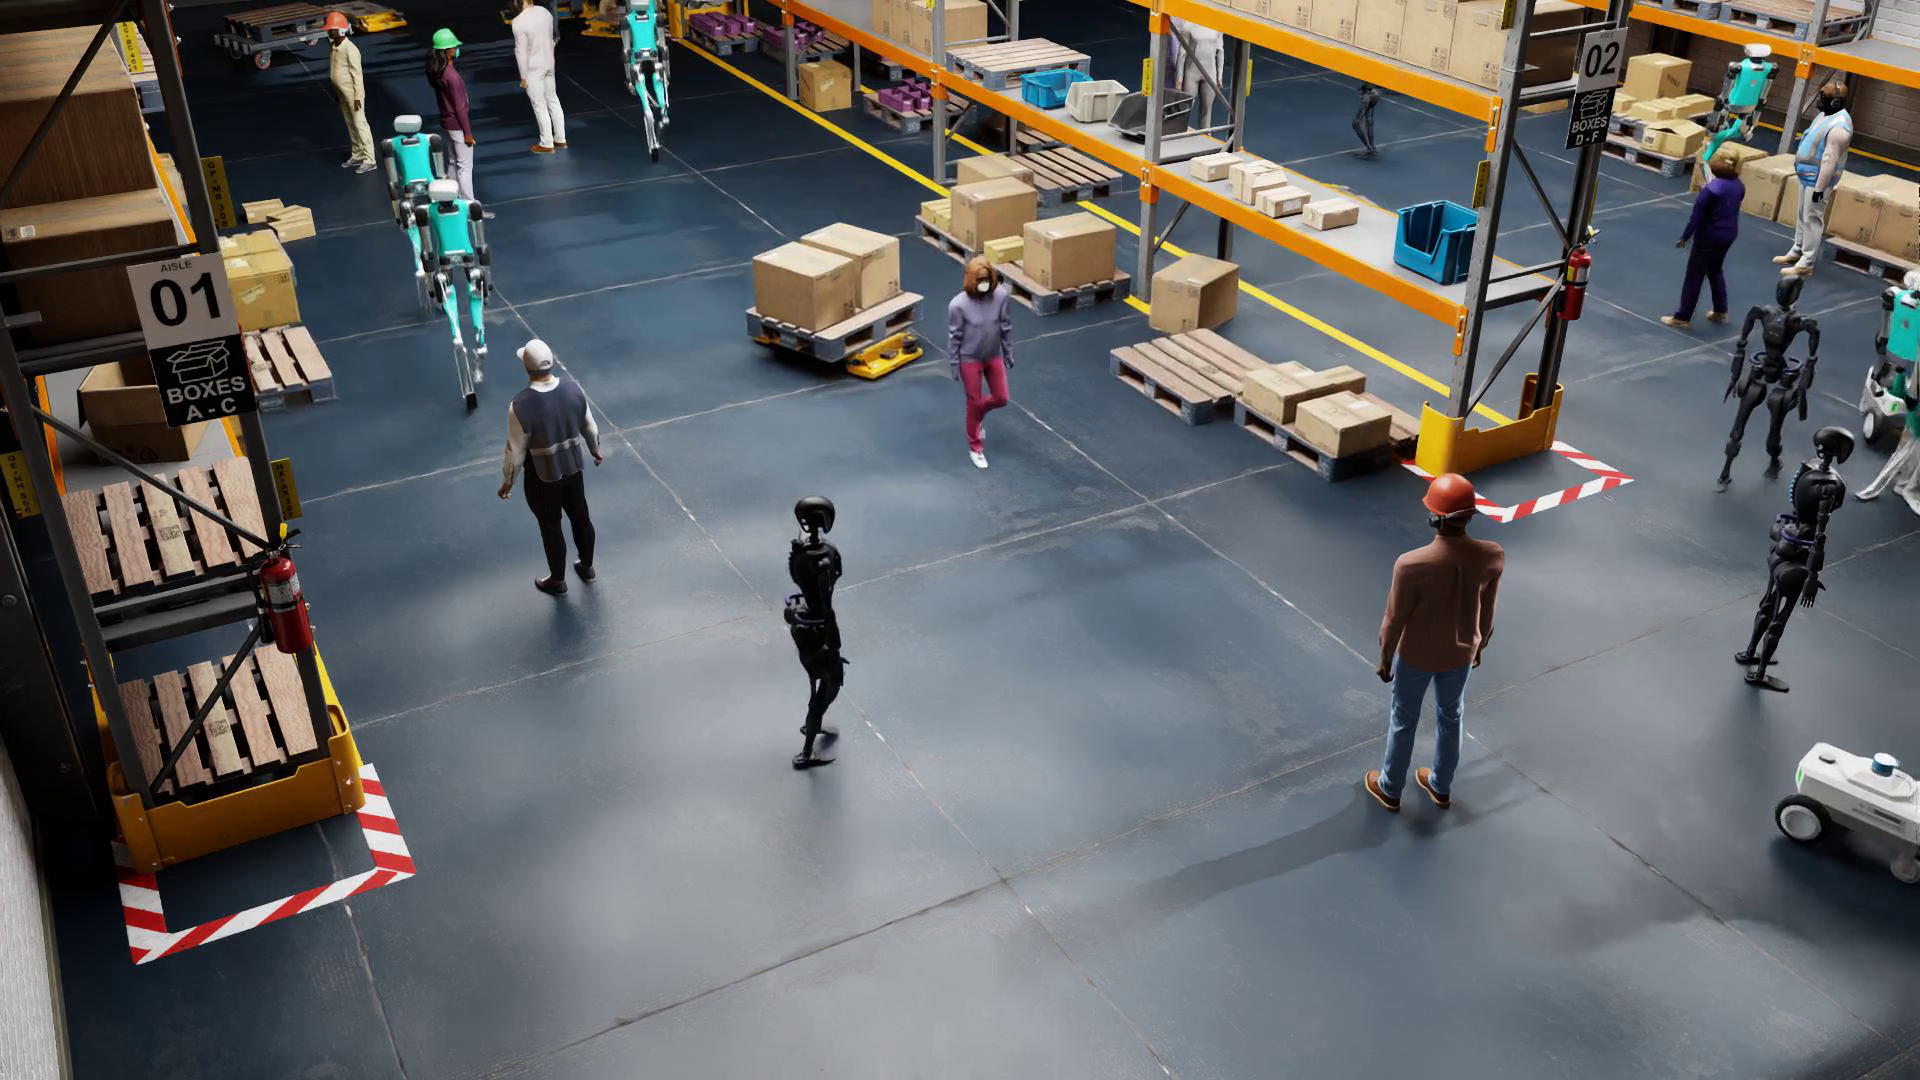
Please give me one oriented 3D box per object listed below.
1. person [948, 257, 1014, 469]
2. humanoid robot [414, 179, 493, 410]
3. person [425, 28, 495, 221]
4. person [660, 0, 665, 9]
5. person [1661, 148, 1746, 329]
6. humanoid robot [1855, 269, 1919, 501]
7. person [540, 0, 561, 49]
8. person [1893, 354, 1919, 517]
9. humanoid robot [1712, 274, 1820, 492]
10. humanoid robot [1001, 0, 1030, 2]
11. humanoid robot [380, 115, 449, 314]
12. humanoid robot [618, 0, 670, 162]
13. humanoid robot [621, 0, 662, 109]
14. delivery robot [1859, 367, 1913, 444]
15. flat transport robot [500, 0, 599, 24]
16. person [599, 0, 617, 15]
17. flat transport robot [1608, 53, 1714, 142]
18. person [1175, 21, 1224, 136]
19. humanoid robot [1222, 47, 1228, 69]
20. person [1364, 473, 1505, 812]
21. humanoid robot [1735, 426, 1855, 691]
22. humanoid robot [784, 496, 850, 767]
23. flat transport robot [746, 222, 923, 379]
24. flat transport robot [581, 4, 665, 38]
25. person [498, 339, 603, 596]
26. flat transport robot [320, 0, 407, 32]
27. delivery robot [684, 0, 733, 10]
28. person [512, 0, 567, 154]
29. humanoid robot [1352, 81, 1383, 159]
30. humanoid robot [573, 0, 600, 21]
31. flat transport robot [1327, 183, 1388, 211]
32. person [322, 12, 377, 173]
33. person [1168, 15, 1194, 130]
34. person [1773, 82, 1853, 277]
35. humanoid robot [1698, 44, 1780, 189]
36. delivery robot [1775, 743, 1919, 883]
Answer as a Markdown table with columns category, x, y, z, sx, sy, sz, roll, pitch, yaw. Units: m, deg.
| category | x | y | z | sx | sy | sz | roll | pitch | yaw |
| --- | --- | --- | --- | --- | --- | --- | --- | --- | --- |
| person | 0.140 | -1.350 | 12.402 | 0.522 | 1.619 | 0.437 | -15 | 33 | -24 |
| humanoid robot | -3.978 | -1.922 | 13.306 | 0.536 | 1.773 | 0.971 | -9 | 31 | -16 |
| person | -5.210 | -4.271 | 17.156 | 0.421 | 1.954 | 0.489 | -22 | 36 | -33 |
| person | -4.870 | -9.183 | 25.817 | 0.620 | 1.844 | 0.429 | -15 | 33 | -25 |
| person | 6.626 | -2.633 | 14.654 | 0.597 | 1.605 | 0.411 | -17 | 34 | -27 |
| humanoid robot | 6.898 | -1.136 | 11.927 | 0.862 | 1.754 | 0.533 | -13 | 32 | -22 |
| person | -5.935 | -7.918 | 23.639 | 0.531 | 1.811 | 0.854 | 3 | 30 | 6 |
| person | 6.987 | -1.049 | 11.592 | 0.590 | 1.908 | 0.621 | -13 | 32 | -21 |
| humanoid robot | 5.863 | -1.124 | 12.000 | 0.598 | 1.652 | 0.642 | 26 | 39 | 37 |
| humanoid robot | 0.931 | -9.347 | 26.276 | 0.609 | 1.645 | 0.464 | -25 | 38 | -36 |
| humanoid robot | -4.784 | -2.794 | 14.901 | 0.538 | 1.887 | 0.746 | -9 | 31 | -16 |
| humanoid robot | -3.557 | -5.246 | 19.097 | 0.540 | 1.786 | 0.906 | -7 | 31 | -13 |
| humanoid robot | -4.169 | -6.418 | 21.166 | 1.018 | 1.781 | 0.534 | 26 | 39 | 38 |
| delivery robot | 7.336 | -1.061 | 12.988 | 0.499 | 0.614 | 0.811 | 6 | 30 | 10 |
| flat transport robot | -6.310 | -8.124 | 25.552 | 1.431 | 0.231 | 0.659 | -10 | 31 | -17 |
| person | -5.368 | -8.500 | 24.757 | 0.587 | 1.711 | 0.805 | 16 | 33 | 25 |
| flat transport robot | 8.220 | -4.786 | 19.740 | 0.659 | 0.231 | 1.431 | -16 | 33 | -25 |
| person | 2.748 | -5.354 | 19.108 | 0.569 | 1.888 | 0.377 | -5 | 30 | -9 |
| humanoid robot | 3.530 | -7.268 | 22.656 | 0.381 | 1.646 | 0.589 | 14 | 33 | 23 |
| person | 2.474 | 0.560 | 8.717 | 0.610 | 1.986 | 0.402 | -5 | 30 | -9 |
| humanoid robot | 4.960 | 0.078 | 9.845 | 0.315 | 1.657 | 0.599 | 7 | 31 | 12 |
| humanoid robot | -0.788 | 0.504 | 9.111 | 0.377 | 1.647 | 0.584 | -11 | 32 | -18 |
| flat transport robot | -1.076 | -1.753 | 14.461 | 1.431 | 0.231 | 0.659 | 22 | 36 | 33 |
| flat transport robot | -5.049 | -7.787 | 24.965 | 0.659 | 0.231 | 1.431 | 9 | 31 | 16 |
| person | -2.618 | -0.464 | 10.720 | 0.431 | 1.758 | 0.756 | 25 | 38 | 37 |
| flat transport robot | -9.078 | -7.958 | 25.263 | 1.431 | 0.231 | 0.659 | 25 | 38 | 36 |
| delivery robot | -3.851 | -8.380 | 25.695 | 0.766 | 0.580 | 0.499 | -20 | 35 | -31 |
| person | -4.886 | -5.436 | 19.220 | 0.385 | 1.925 | 0.621 | 15 | 33 | 24 |
| humanoid robot | 4.714 | -5.189 | 19.027 | 0.375 | 1.643 | 0.602 | 5 | 30 | 9 |
| humanoid robot | -5.671 | -8.681 | 25.152 | 0.610 | 1.645 | 0.547 | 12 | 32 | 21 |
| flat transport robot | 3.959 | -3.433 | 17.387 | 0.659 | 0.231 | 1.431 | -9 | 31 | -15 |
| person | -6.870 | -5.028 | 18.667 | 0.320 | 1.755 | 0.561 | -26 | 39 | -37 |
| person | 2.690 | -5.842 | 19.954 | 0.462 | 1.887 | 0.662 | 14 | 33 | 23 |
| person | 8.132 | -3.428 | 15.814 | 0.431 | 1.835 | 0.622 | 6 | 30 | 11 |
| humanoid robot | 8.150 | -4.445 | 17.691 | 0.533 | 1.767 | 0.889 | -1 | 30 | -2 |
| delivery robot | 4.756 | 1.373 | 8.714 | 0.499 | 0.575 | 0.757 | -26 | 39 | -38 |
